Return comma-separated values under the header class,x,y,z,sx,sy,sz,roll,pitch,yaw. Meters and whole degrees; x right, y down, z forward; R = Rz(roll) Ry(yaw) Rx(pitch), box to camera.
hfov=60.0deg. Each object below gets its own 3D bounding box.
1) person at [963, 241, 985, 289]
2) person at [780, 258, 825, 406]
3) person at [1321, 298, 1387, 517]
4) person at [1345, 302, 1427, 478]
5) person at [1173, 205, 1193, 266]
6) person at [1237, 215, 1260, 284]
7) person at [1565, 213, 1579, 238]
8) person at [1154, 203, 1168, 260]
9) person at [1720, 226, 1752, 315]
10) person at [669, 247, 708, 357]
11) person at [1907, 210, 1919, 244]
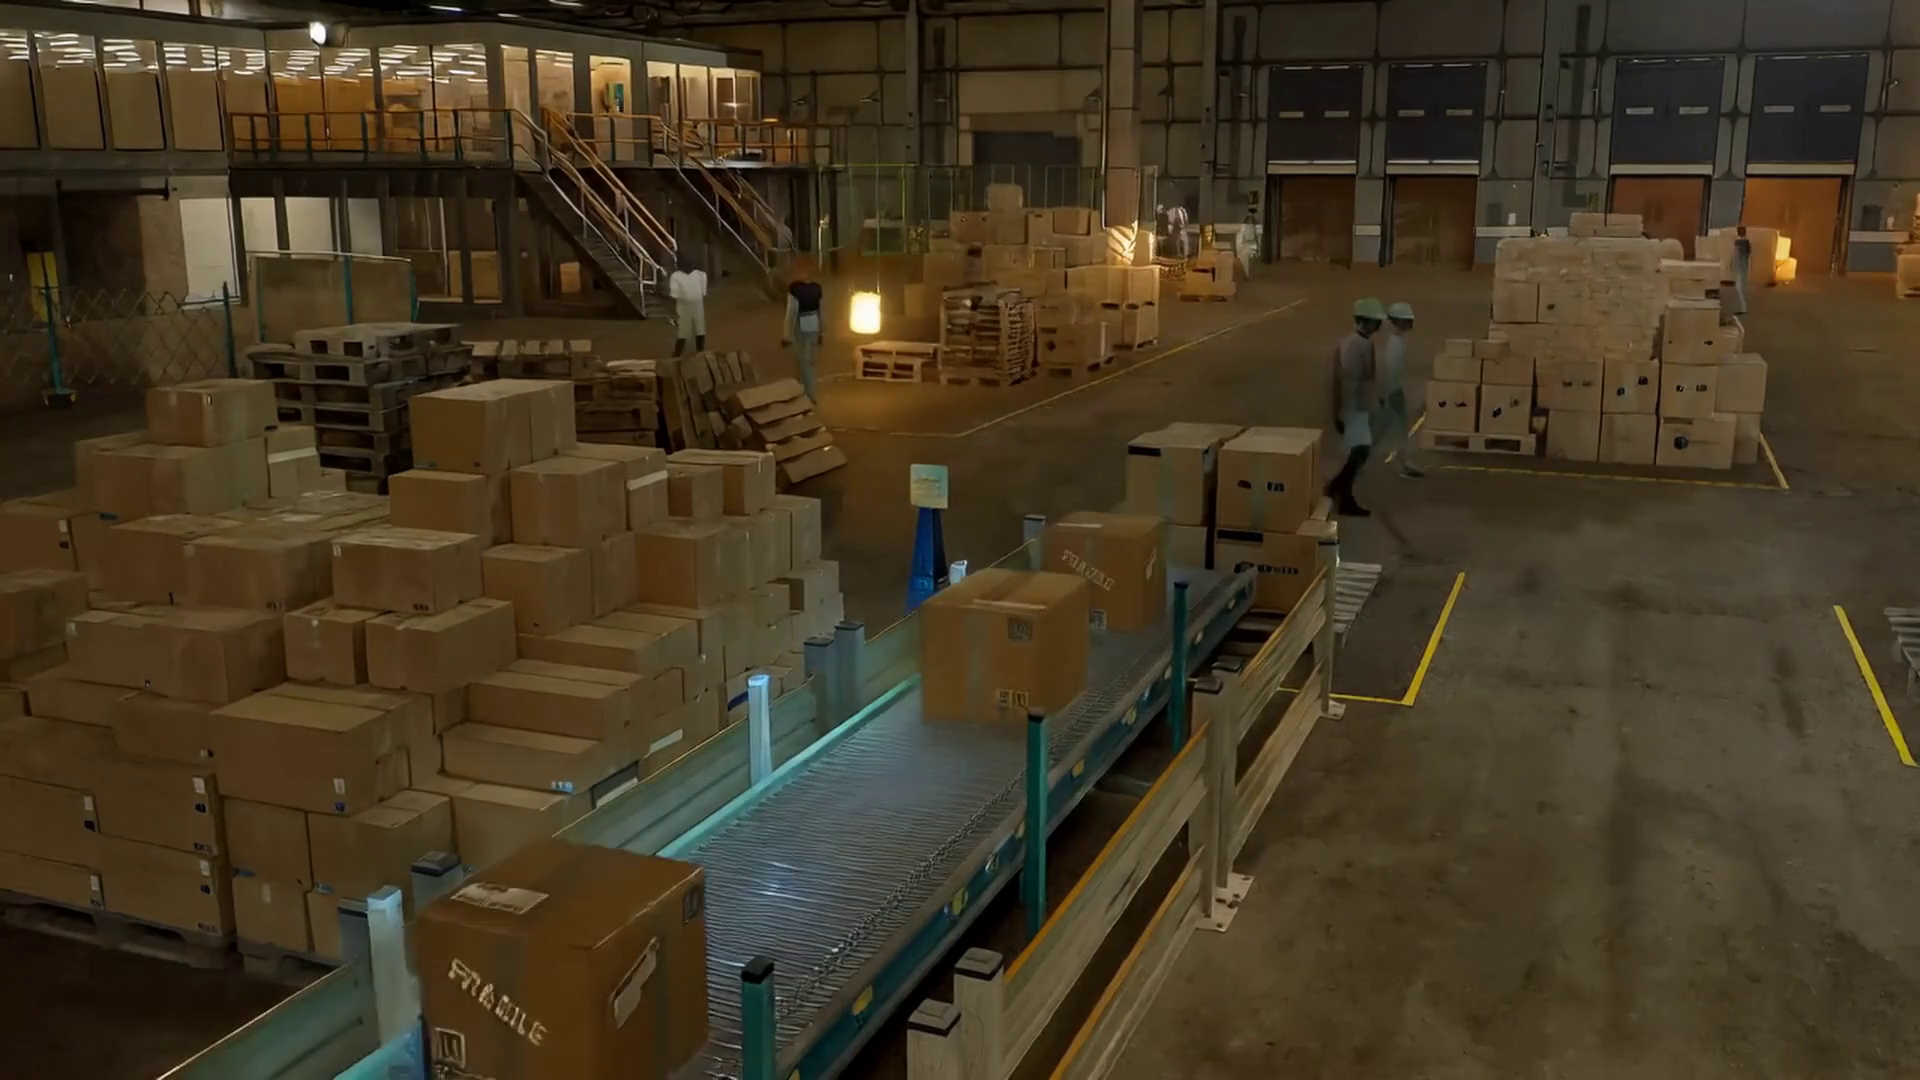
class,x,y,z,sx,sy,sz,roll,pitch,yaw
person,0.317,-4.691,30.891,0.888,1.690,0.506,-6,14,-27
person,-2.103,-2.686,21.467,0.778,1.889,0.637,9,15,35
person,3.469,-1.135,14.441,0.398,1.921,0.583,9,15,34
person,4.247,-1.497,16.486,0.816,1.734,0.529,7,14,28
person,6.972,-9.496,51.954,0.621,1.925,0.483,-2,13,-9
person,7.664,-7.721,44.199,0.636,1.828,0.530,-1,13,-6
person,16.889,-8.062,45.742,0.498,1.824,0.642,-3,13,-12
person,6.240,-9.501,51.870,0.577,1.965,0.704,10,16,37
person,16.239,-5.656,34.912,0.530,1.832,0.879,-5,14,-22
person,-3.949,-3.297,24.156,0.620,1.928,0.996,-8,15,-31
person,25.833,-7.944,44.997,0.380,1.918,0.585,2,13,7
